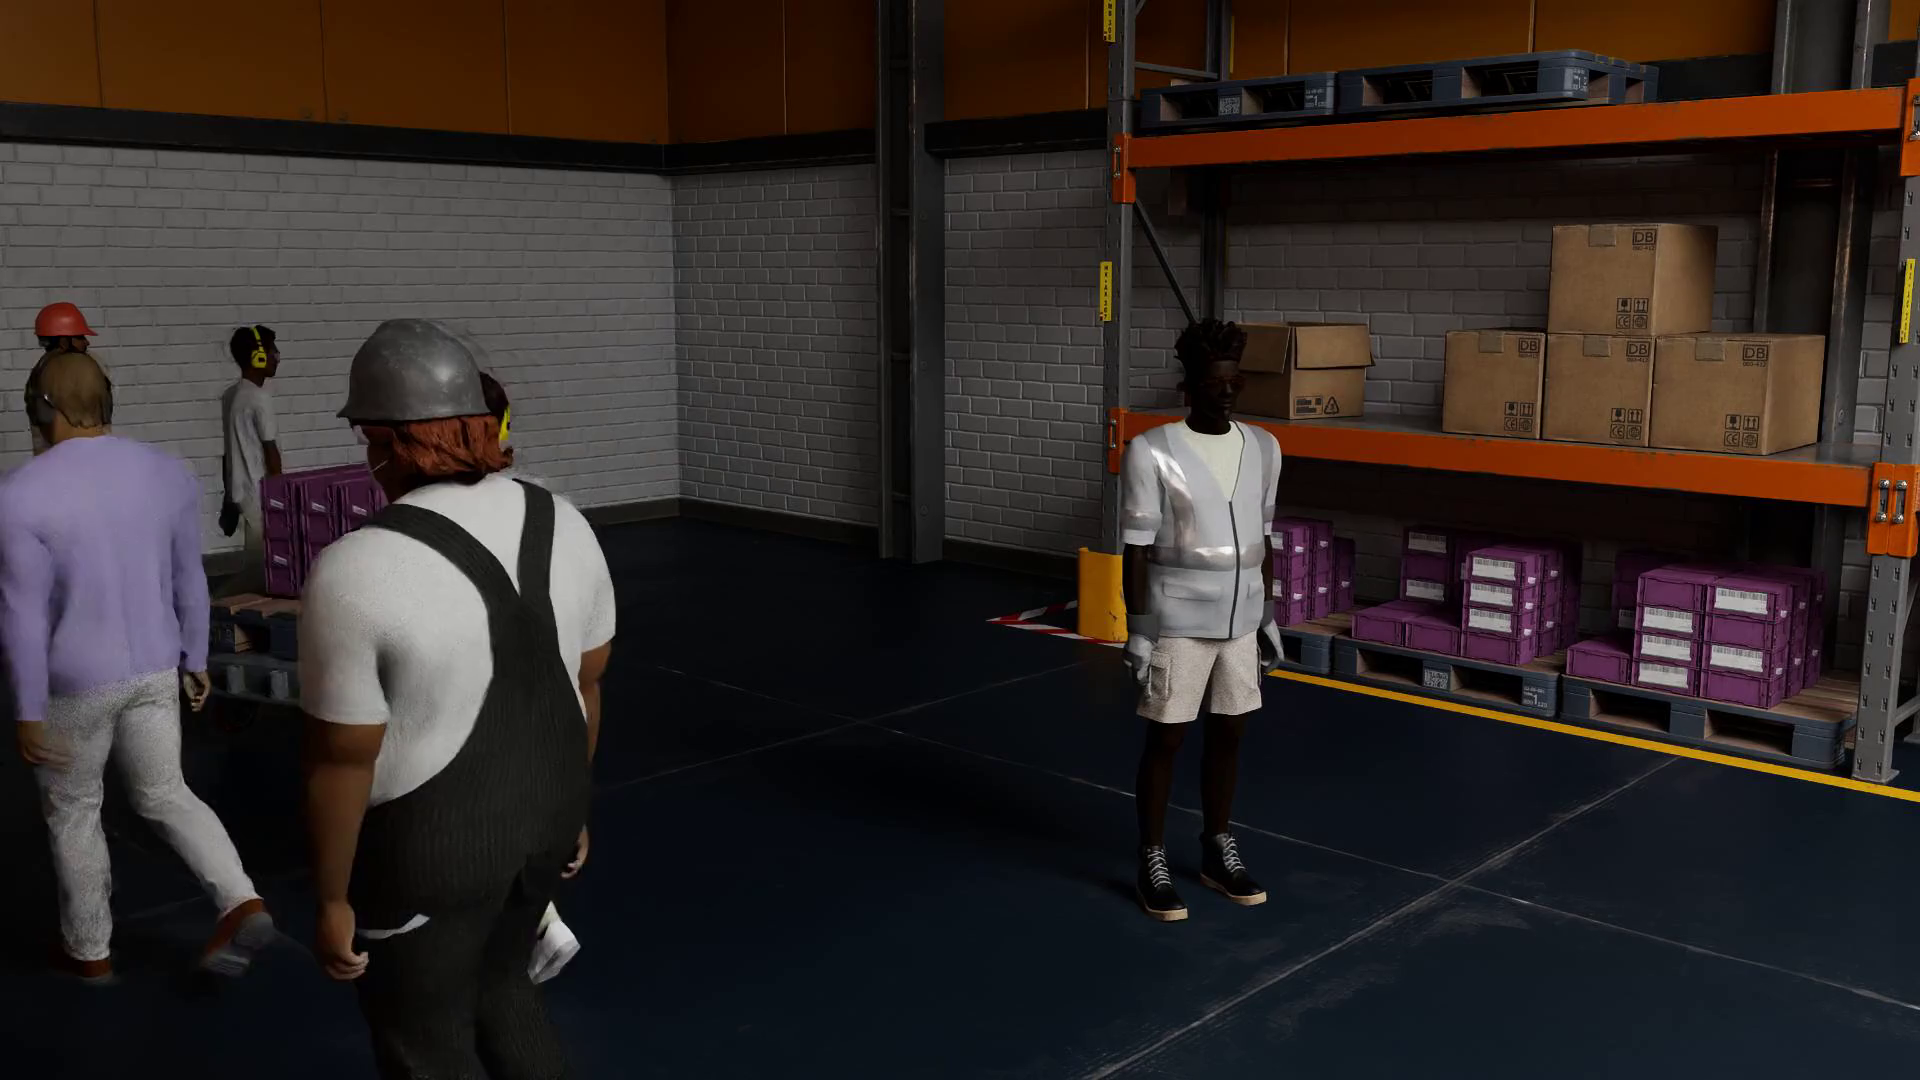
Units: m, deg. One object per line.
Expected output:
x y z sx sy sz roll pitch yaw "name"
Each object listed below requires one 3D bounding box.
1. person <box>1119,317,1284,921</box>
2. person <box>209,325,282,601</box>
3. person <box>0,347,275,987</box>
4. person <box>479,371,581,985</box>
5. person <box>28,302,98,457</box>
0.802 0.256 5.469 0.615 1.964 0.361 -5 10 -26 "person"
-3.748 -0.203 8.701 0.881 1.838 0.527 -7 11 -36 "person"
-2.390 0.400 4.800 0.798 1.910 0.663 5 11 29 "person"
-1.422 0.397 5.040 0.918 1.839 0.512 8 13 42 "person"
-4.824 -0.314 9.049 0.543 1.939 0.361 8 12 42 "person"
